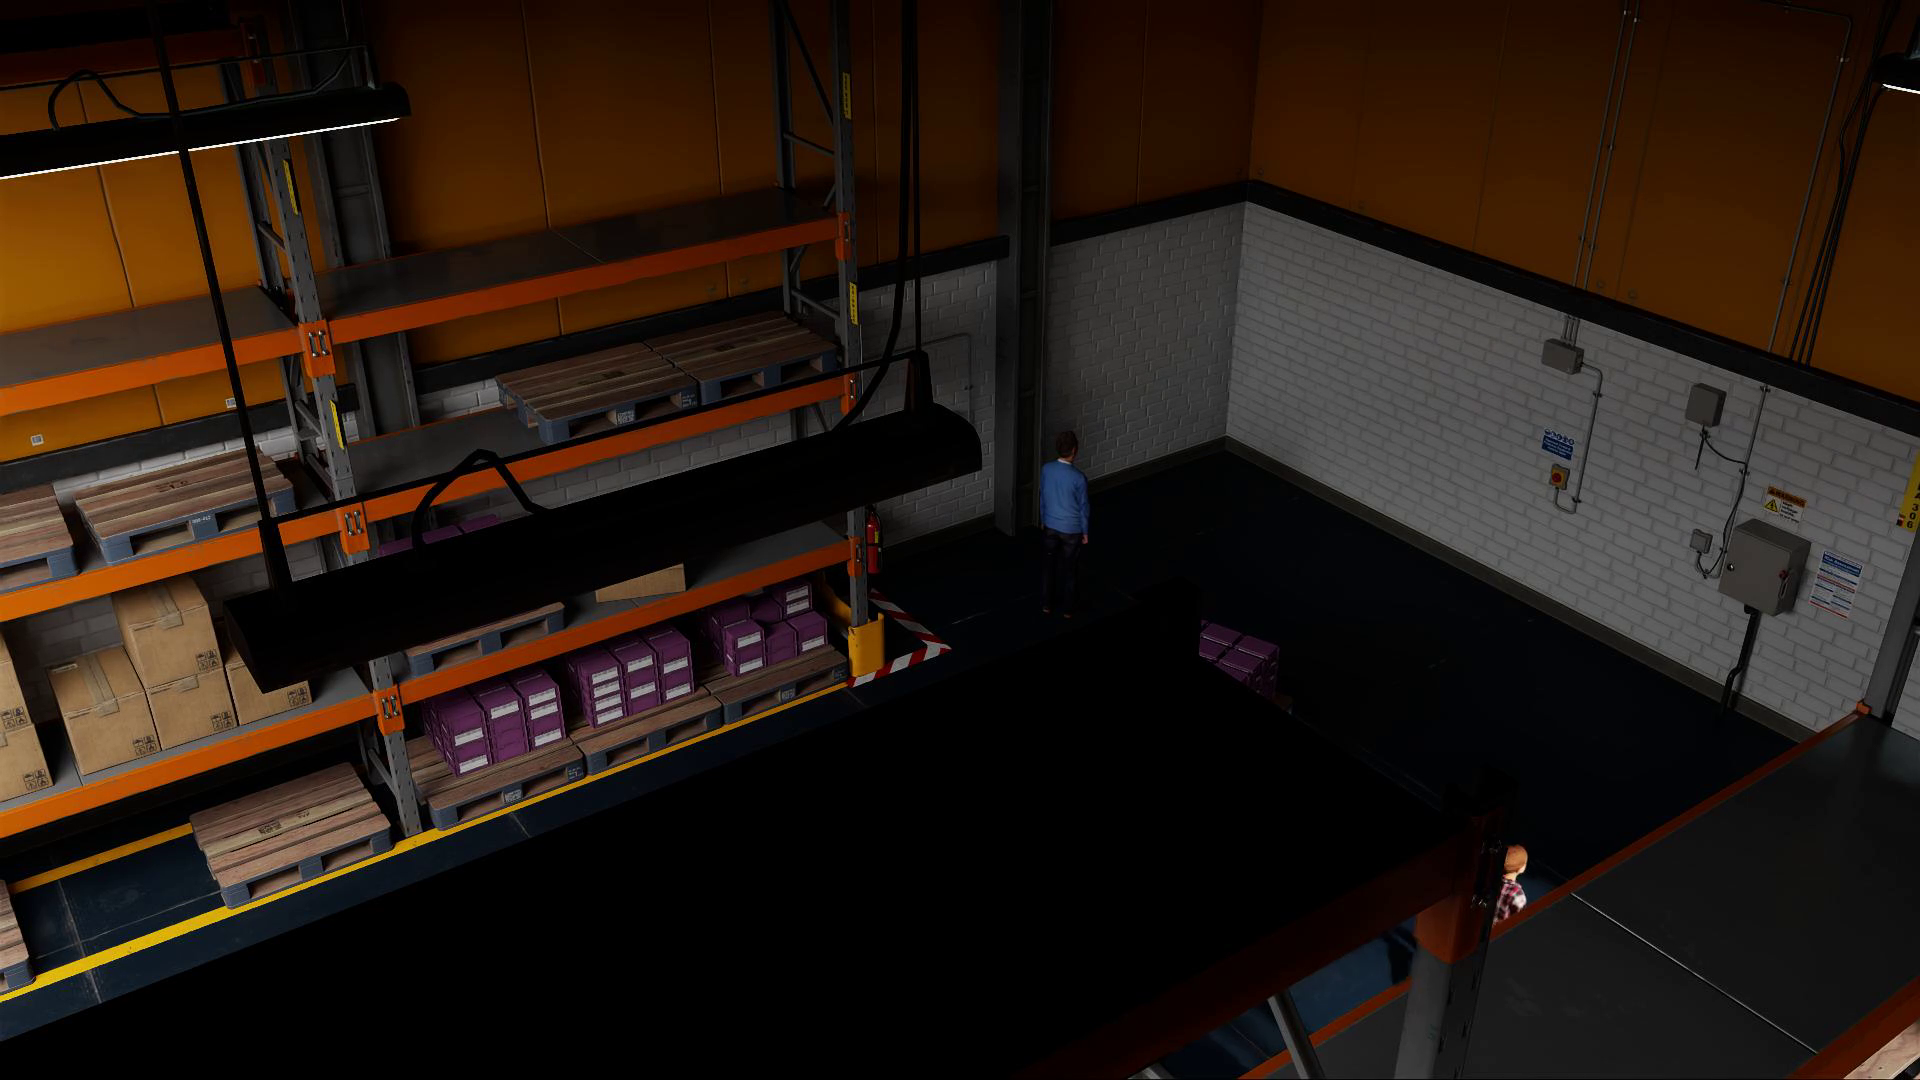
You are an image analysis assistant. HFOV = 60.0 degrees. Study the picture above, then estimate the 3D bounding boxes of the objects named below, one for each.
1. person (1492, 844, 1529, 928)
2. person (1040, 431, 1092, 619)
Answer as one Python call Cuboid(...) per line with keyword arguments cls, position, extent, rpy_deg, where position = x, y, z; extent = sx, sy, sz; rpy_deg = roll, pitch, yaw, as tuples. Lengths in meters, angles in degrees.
Cuboid(cls="person", position=(3.413, 2.518, 10.670), extent=(0.903, 1.290, 0.701), rpy_deg=(-8, 30, -14))
Cuboid(cls="person", position=(0.936, -0.152, 15.011), extent=(0.731, 1.819, 0.695), rpy_deg=(18, 34, 30))
